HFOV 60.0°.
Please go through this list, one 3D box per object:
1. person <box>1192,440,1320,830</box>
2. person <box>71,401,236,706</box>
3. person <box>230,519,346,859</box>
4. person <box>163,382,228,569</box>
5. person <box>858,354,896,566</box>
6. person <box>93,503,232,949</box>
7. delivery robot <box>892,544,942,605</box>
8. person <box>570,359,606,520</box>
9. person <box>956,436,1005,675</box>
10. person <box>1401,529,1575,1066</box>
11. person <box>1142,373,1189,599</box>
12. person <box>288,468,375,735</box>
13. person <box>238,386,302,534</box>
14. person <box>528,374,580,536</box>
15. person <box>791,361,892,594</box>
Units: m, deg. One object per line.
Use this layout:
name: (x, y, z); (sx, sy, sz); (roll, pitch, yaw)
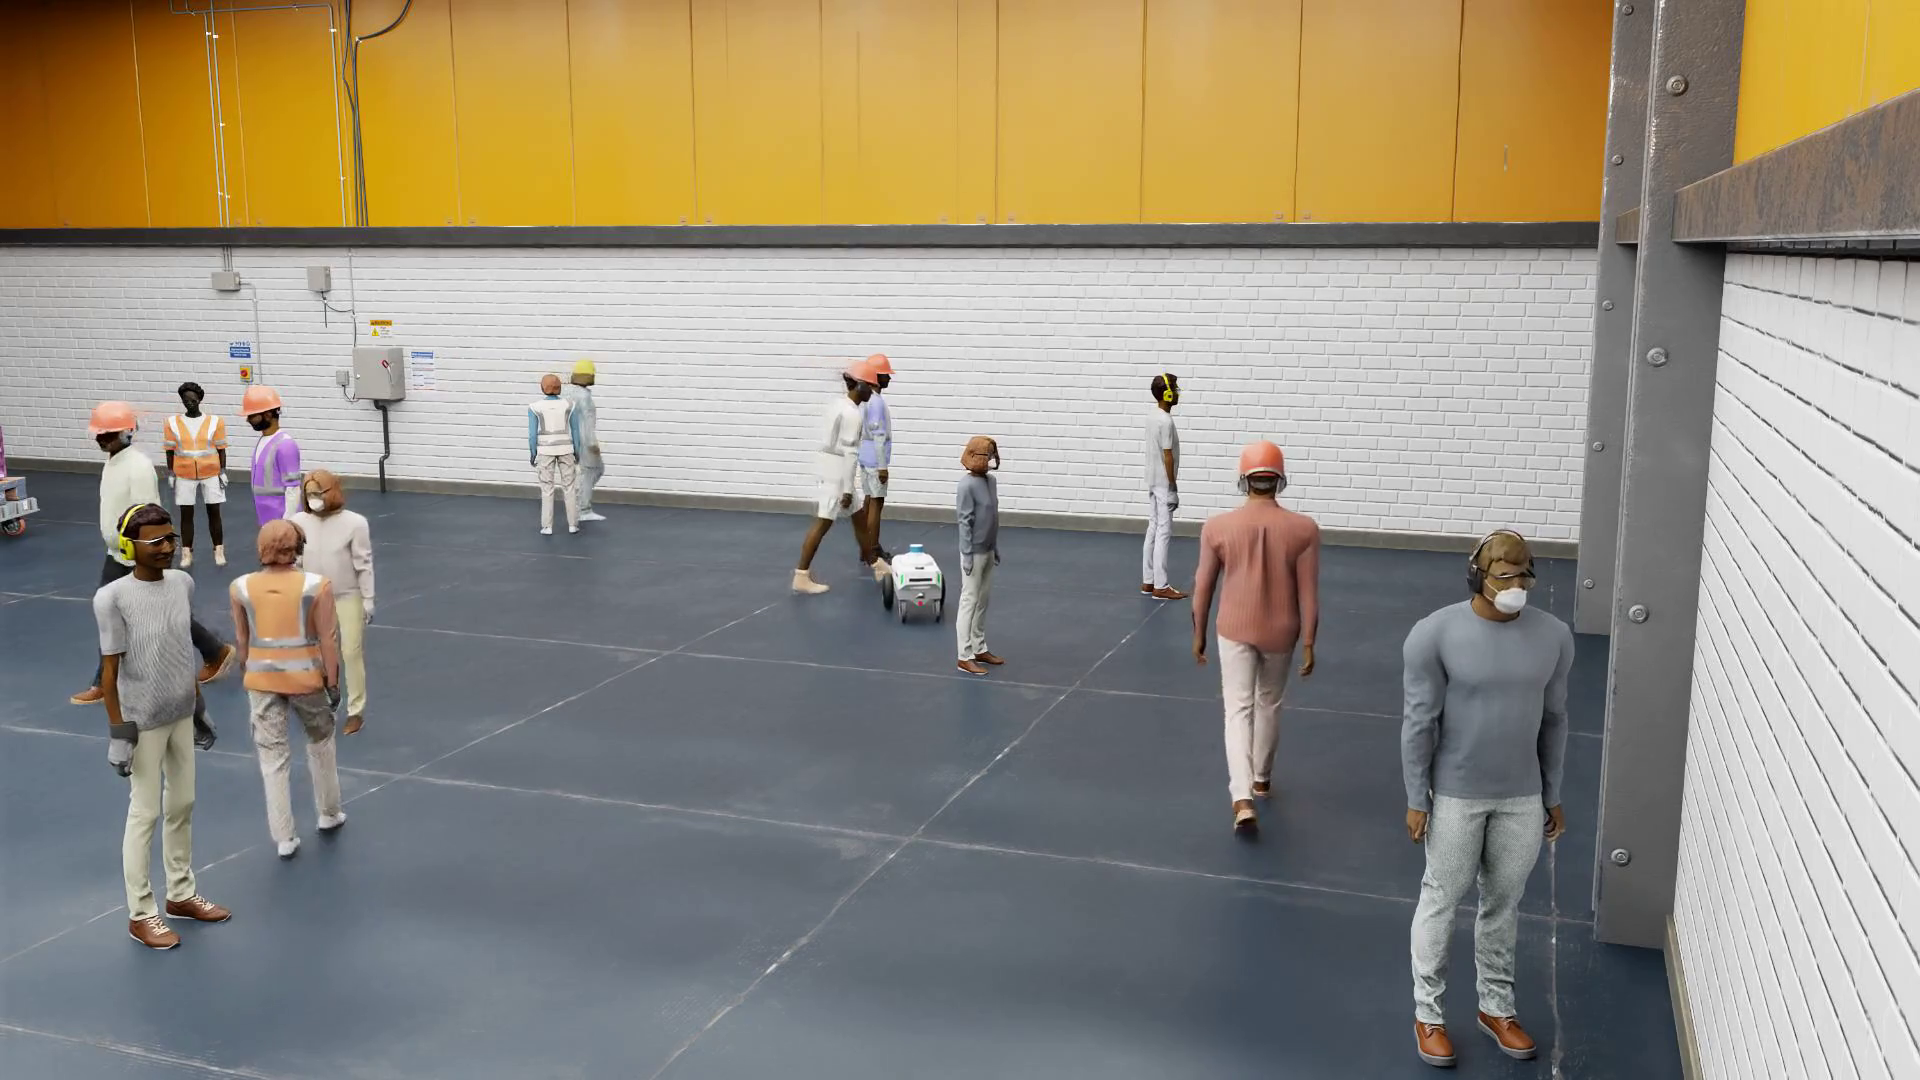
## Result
person: (1.501, 0.469, 8.461); (0.632, 1.957, 1.010); (1, 10, 8)
person: (-5.255, 0.057, 10.745); (0.626, 1.957, 0.949); (9, 14, 42)
person: (-3.247, 0.694, 8.089); (0.515, 1.610, 0.657); (-1, 10, -8)
person: (-6.921, -0.587, 15.097); (0.535, 1.697, 0.318); (-4, 11, -22)
person: (-0.758, -0.731, 15.226); (0.354, 1.939, 0.544); (-3, 11, -17)
person: (-3.359, 0.763, 7.005); (0.312, 1.869, 0.535); (3, 11, 18)
delivery robot: (-0.347, 0.277, 13.179); (0.477, 0.478, 0.707); (-1, 10, -7)
person: (-3.935, -1.058, 17.655); (0.346, 1.731, 0.494); (-3, 10, -14)
person: (0.137, 0.093, 11.443); (0.275, 1.632, 0.507); (5, 11, 24)
person: (1.882, 0.914, 5.963); (0.630, 1.938, 0.372); (-2, 10, -10)
person: (1.699, -0.446, 13.802); (0.328, 1.877, 0.509); (-2, 10, -14)
person: (-3.735, 0.369, 9.910); (0.523, 1.615, 0.350); (0, 10, -2)
person: (-4.932, -0.146, 11.959); (0.374, 1.928, 0.542); (-9, 13, -41)
person: (-4.086, -0.857, 16.784); (0.513, 1.637, 0.309); (-4, 11, -20)
person: (-0.931, -0.523, 14.066); (1.144, 1.938, 0.620); (-3, 10, -15)
